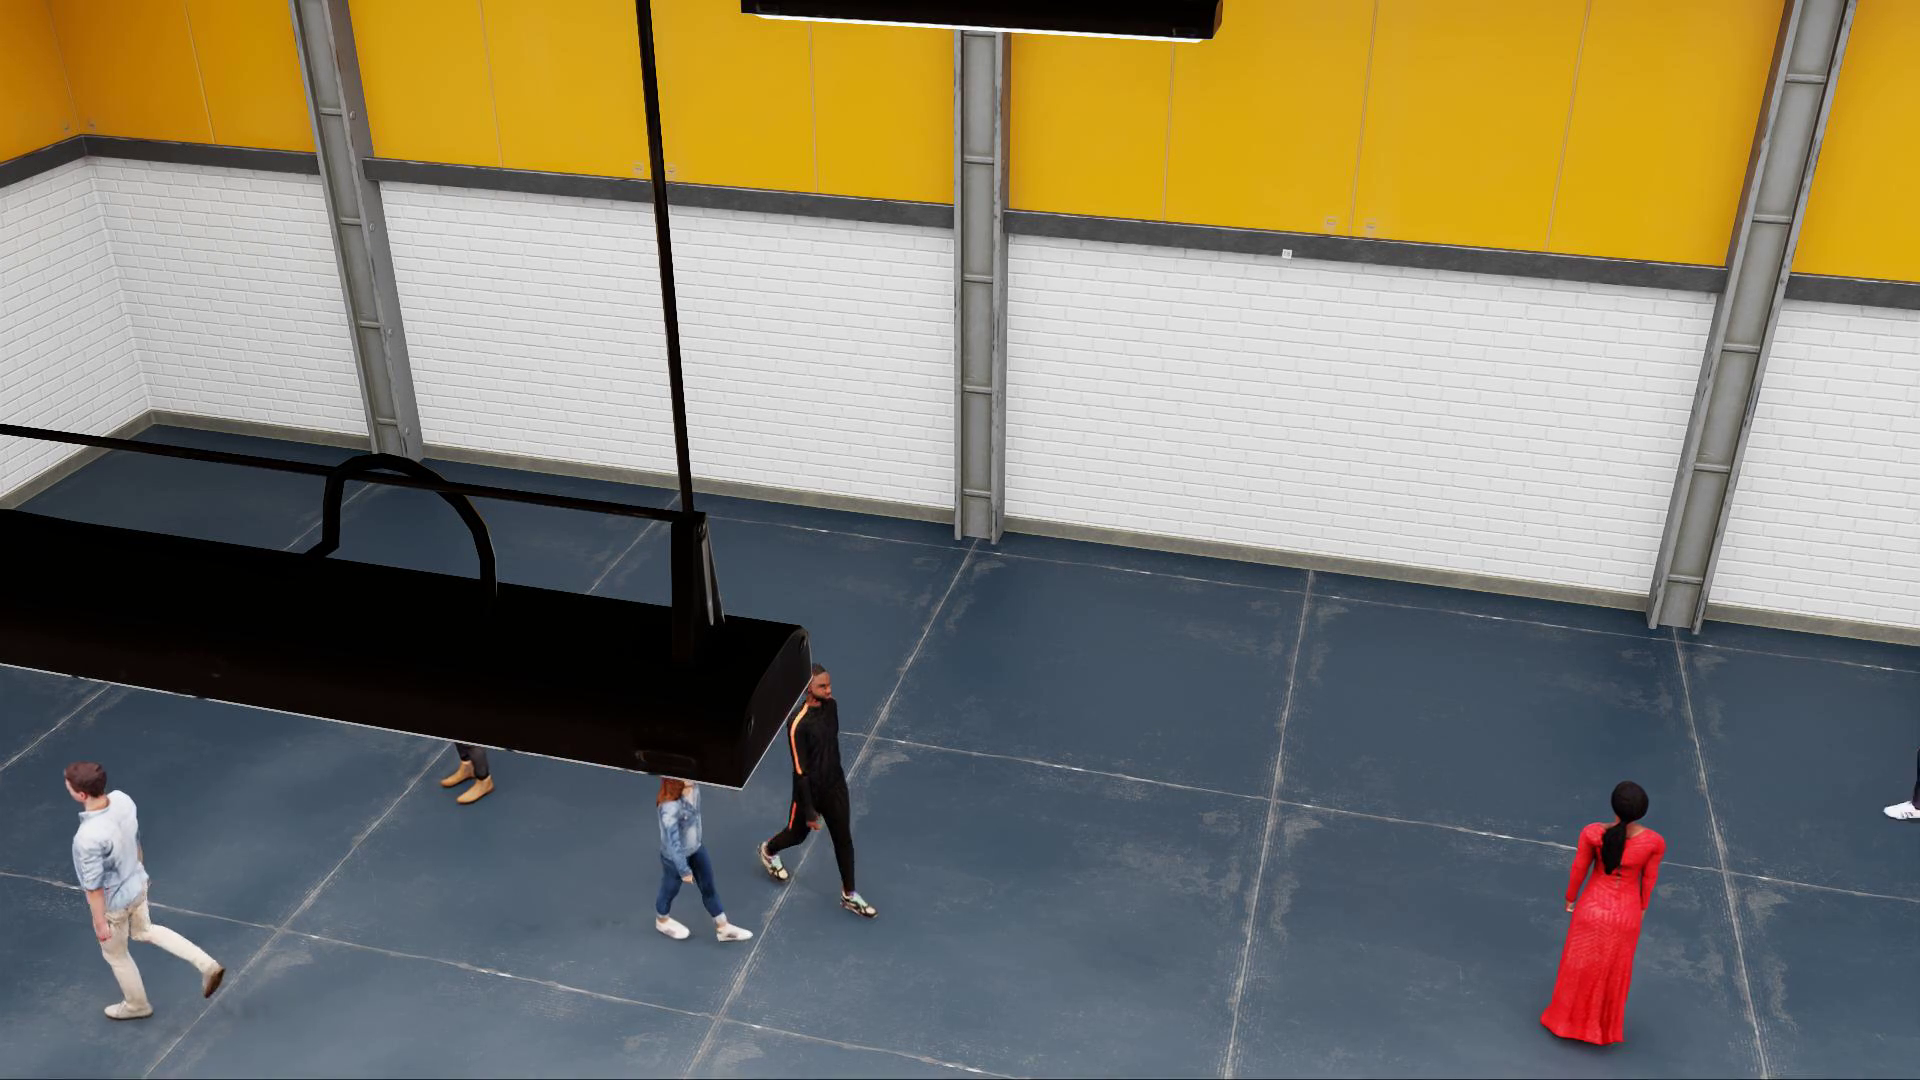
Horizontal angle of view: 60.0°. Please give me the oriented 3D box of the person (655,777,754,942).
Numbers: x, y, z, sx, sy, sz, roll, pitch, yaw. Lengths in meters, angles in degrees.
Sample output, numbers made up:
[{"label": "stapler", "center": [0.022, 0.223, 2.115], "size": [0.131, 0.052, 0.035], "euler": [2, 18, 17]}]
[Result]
[{"label": "person", "center": [-1.773, 1.888, 10.231], "size": [0.887, 1.452, 0.612], "euler": [9, 30, 16]}]

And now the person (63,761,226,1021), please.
[{"label": "person", "center": [-4.739, 2.048, 9.544], "size": [1.035, 1.829, 0.779], "euler": [1, 29, 2]}]

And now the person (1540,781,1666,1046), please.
[{"label": "person", "center": [3.670, 2.132, 9.445], "size": [0.517, 1.786, 0.659], "euler": [7, 29, 13]}]

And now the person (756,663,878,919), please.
[{"label": "person", "center": [-0.982, 1.553, 10.508], "size": [1.264, 1.776, 0.945], "euler": [22, 35, 34]}]
